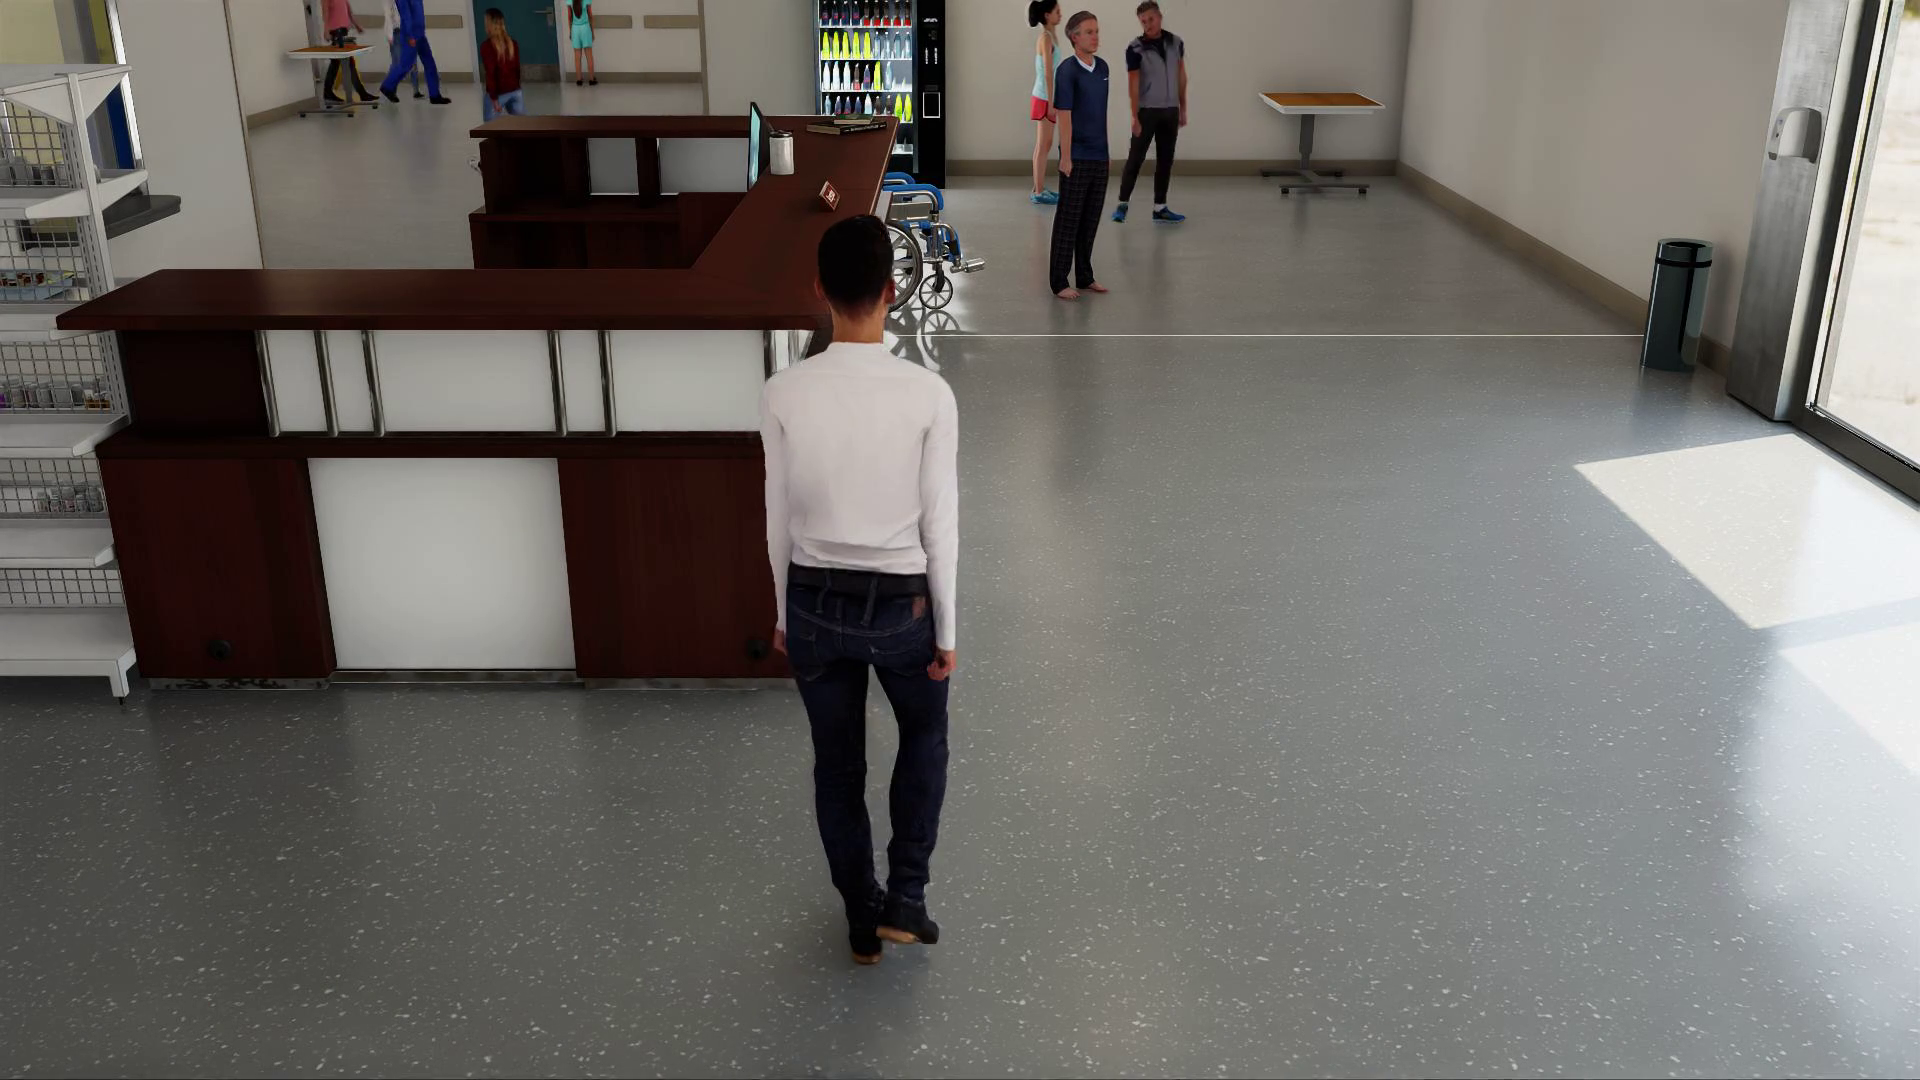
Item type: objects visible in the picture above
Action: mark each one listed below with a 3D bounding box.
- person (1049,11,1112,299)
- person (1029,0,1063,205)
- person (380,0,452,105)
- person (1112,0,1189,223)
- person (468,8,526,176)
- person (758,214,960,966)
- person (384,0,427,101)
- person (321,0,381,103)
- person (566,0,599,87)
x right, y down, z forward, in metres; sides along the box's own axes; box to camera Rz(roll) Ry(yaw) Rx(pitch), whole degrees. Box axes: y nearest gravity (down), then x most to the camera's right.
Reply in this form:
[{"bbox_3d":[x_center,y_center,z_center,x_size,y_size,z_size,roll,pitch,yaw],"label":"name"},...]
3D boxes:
[{"bbox_3d":[0.821,-2.588,11.205,0.776,1.871,0.722,19,28,40],"label":"person"},{"bbox_3d":[0.781,-3.918,14.868,0.543,1.764,0.592,1,21,2],"label":"person"},{"bbox_3d":[-7.400,-6.721,22.226,1.215,1.795,0.851,3,21,9],"label":"person"},{"bbox_3d":[1.651,-3.536,13.810,0.961,1.799,0.821,19,28,40],"label":"person"},{"bbox_3d":[-4.312,-4.219,15.910,1.103,1.589,1.022,18,27,39],"label":"person"},{"bbox_3d":[-0.243,0.207,3.847,0.625,1.856,0.667,1,21,3],"label":"person"},{"bbox_3d":[-7.746,-6.912,22.901,1.055,1.674,1.009,17,27,38],"label":"person"},{"bbox_3d":[-8.449,-6.849,22.382,1.083,1.922,0.652,1,21,3],"label":"person"},{"bbox_3d":[-5.682,-7.626,24.949,0.465,1.558,0.610,-1,21,-4],"label":"person"}]
